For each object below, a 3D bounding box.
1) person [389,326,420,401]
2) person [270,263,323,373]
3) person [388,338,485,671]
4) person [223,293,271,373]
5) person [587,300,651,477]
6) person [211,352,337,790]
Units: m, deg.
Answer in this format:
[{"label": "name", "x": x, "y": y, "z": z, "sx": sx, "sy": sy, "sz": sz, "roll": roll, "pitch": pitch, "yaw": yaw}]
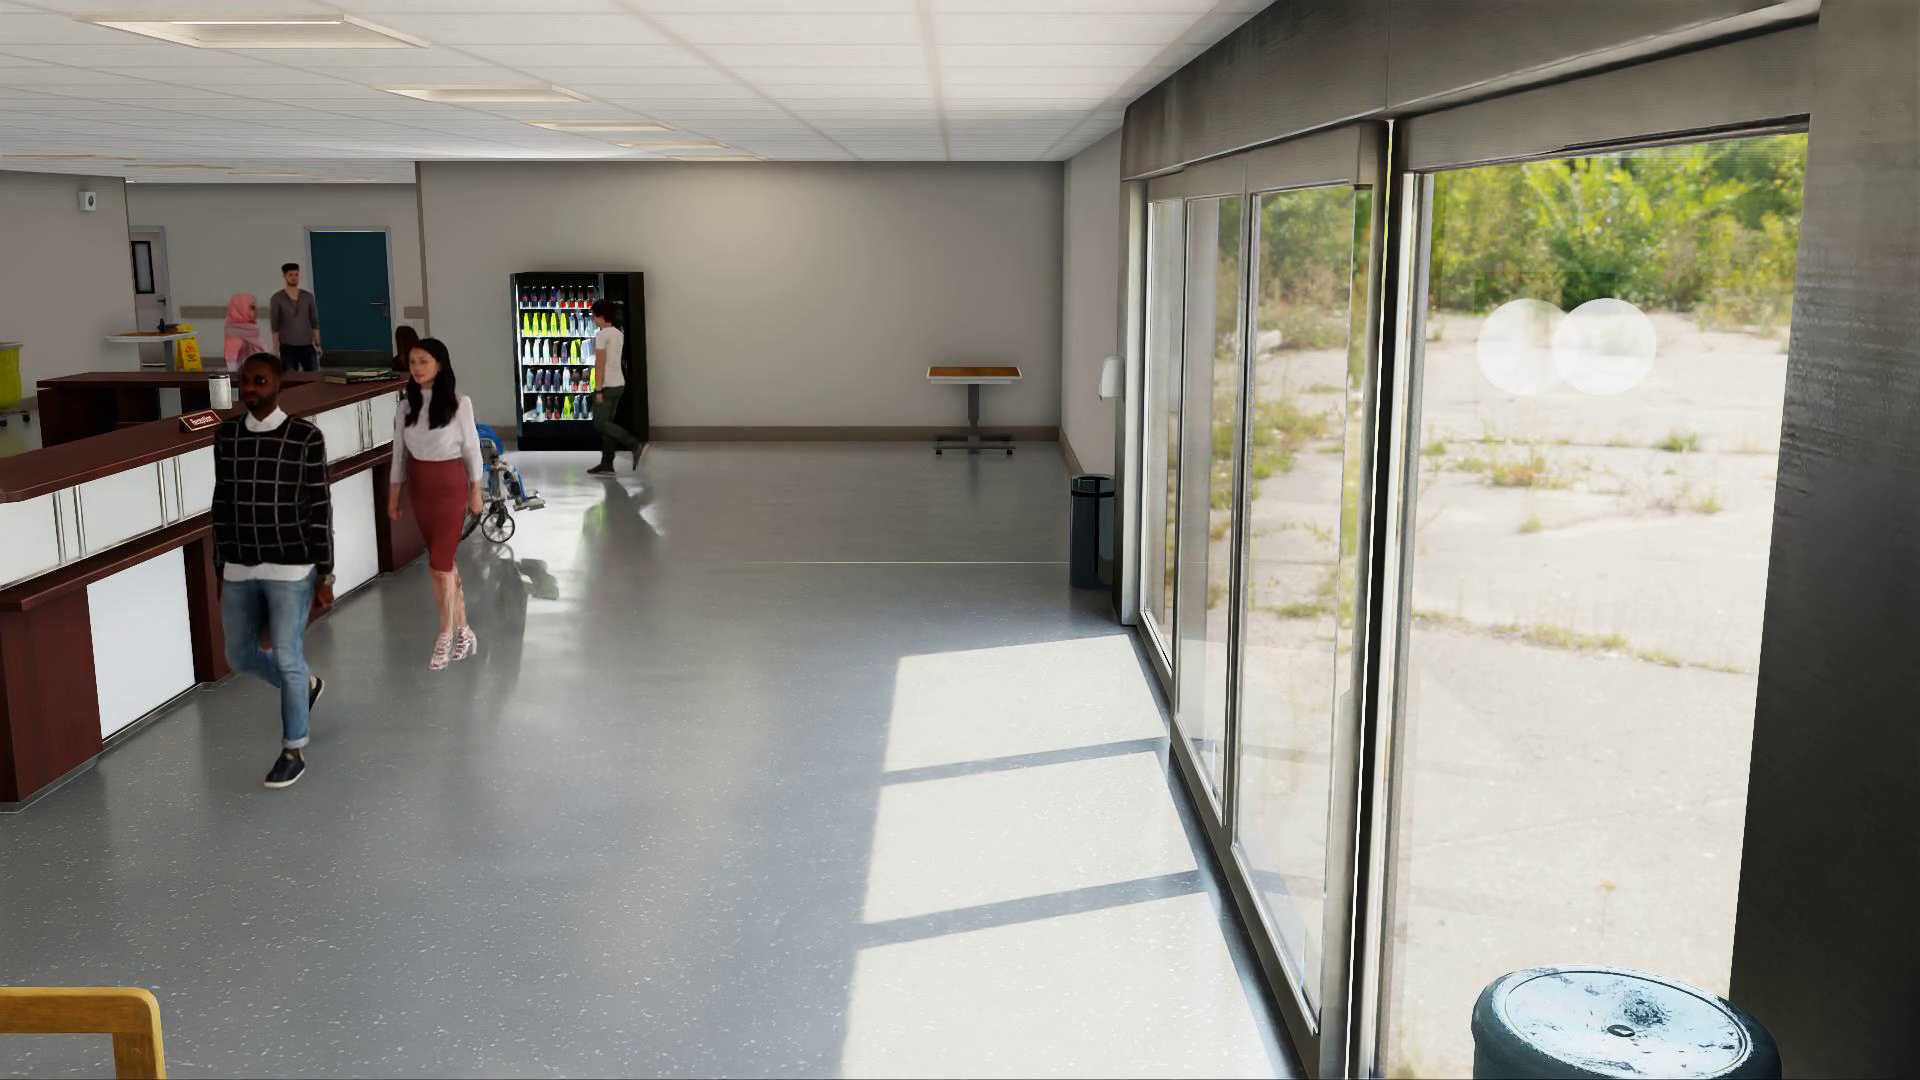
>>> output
[{"label": "person", "x": -4.685, "y": -1.088, "z": 14.346, "sx": 1.038, "sy": 1.440, "sz": 0.839, "roll": 5, "pitch": 12, "yaw": 25}, {"label": "person", "x": -7.633, "y": -2.217, "z": 19.080, "sx": 0.824, "sy": 1.892, "sz": 0.918, "roll": -7, "pitch": 13, "yaw": -33}, {"label": "person", "x": -2.722, "y": -0.193, "z": 8.852, "sx": 0.716, "sy": 1.729, "sz": 0.766, "roll": 3, "pitch": 11, "yaw": 15}, {"label": "person", "x": -5.664, "y": -1.029, "z": 13.083, "sx": 0.622, "sy": 1.795, "sz": 0.655, "roll": 0, "pitch": 11, "yaw": -1}, {"label": "person", "x": -3.185, "y": -1.393, "z": 15.418, "sx": 0.955, "sy": 1.639, "sz": 0.706, "roll": 3, "pitch": 11, "yaw": 14}, {"label": "person", "x": -2.882, "y": 0.103, "z": 7.084, "sx": 0.847, "sy": 1.807, "sz": 0.791, "roll": 1, "pitch": 11, "yaw": 6}]
